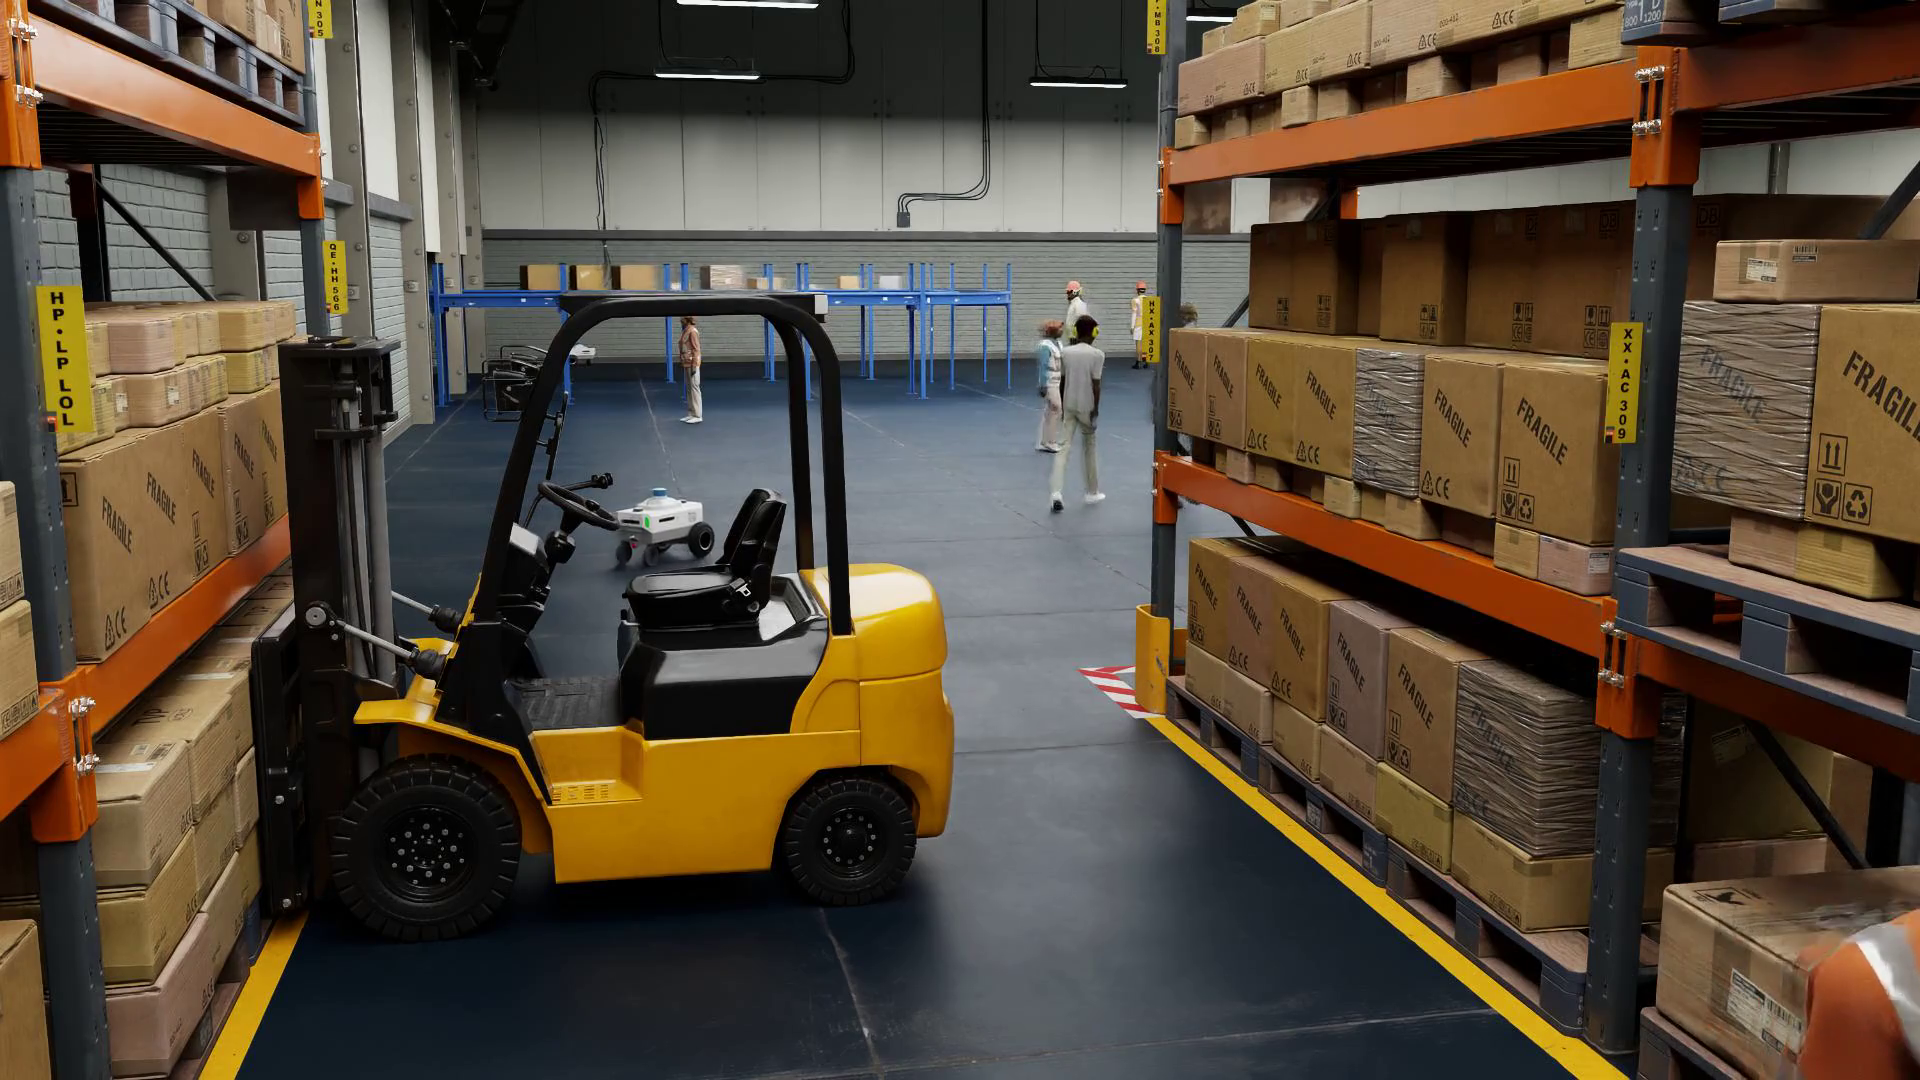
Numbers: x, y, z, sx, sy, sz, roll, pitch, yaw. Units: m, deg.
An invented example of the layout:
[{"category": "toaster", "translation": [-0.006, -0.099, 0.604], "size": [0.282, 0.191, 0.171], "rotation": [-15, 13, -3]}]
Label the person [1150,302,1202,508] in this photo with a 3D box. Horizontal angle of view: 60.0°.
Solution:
[{"category": "person", "translation": [2.058, -1.249, 15.518], "size": [0.641, 1.921, 0.463], "rotation": [-2, 10, -13]}]

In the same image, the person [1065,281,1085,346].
[{"category": "person", "translation": [2.140, -3.834, 31.052], "size": [0.395, 1.993, 0.616], "rotation": [-1, 9, -4]}]

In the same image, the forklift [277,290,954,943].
[{"category": "forklift", "translation": [-1.179, 0.175, 6.143], "size": [2.313, 2.155, 1.214], "rotation": [-2, 10, -12]}]

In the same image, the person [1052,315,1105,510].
[{"category": "person", "translation": [1.088, -1.205, 15.613], "size": [0.534, 1.818, 0.999], "rotation": [5, 11, 28]}]

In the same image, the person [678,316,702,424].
[{"category": "person", "translation": [-3.905, -2.511, 24.073], "size": [0.311, 1.638, 0.522], "rotation": [-4, 10, -24]}]

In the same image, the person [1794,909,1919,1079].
[{"category": "person", "translation": [1.459, 1.062, 2.282], "size": [0.538, 1.641, 0.901], "rotation": [-1, 9, -8]}]

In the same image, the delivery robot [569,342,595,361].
[{"category": "delivery robot", "translation": [-8.742, -4.303, 38.134], "size": [0.707, 0.478, 0.477], "rotation": [-6, 11, -32]}]

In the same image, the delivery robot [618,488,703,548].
[{"category": "delivery robot", "translation": [-2.319, -0.158, 12.875], "size": [0.477, 0.478, 0.707], "rotation": [5, 11, 30]}]

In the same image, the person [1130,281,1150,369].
[{"category": "person", "translation": [4.024, -4.775, 36.985], "size": [0.547, 1.930, 0.382], "rotation": [-4, 10, -23]}]

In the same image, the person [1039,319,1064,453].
[{"category": "person", "translation": [1.161, -1.861, 20.175], "size": [0.523, 1.622, 0.524], "rotation": [3, 10, 19]}]

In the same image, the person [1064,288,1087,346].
[{"category": "person", "translation": [2.254, -3.843, 31.396], "size": [0.603, 1.899, 0.618], "rotation": [7, 12, 38]}]
